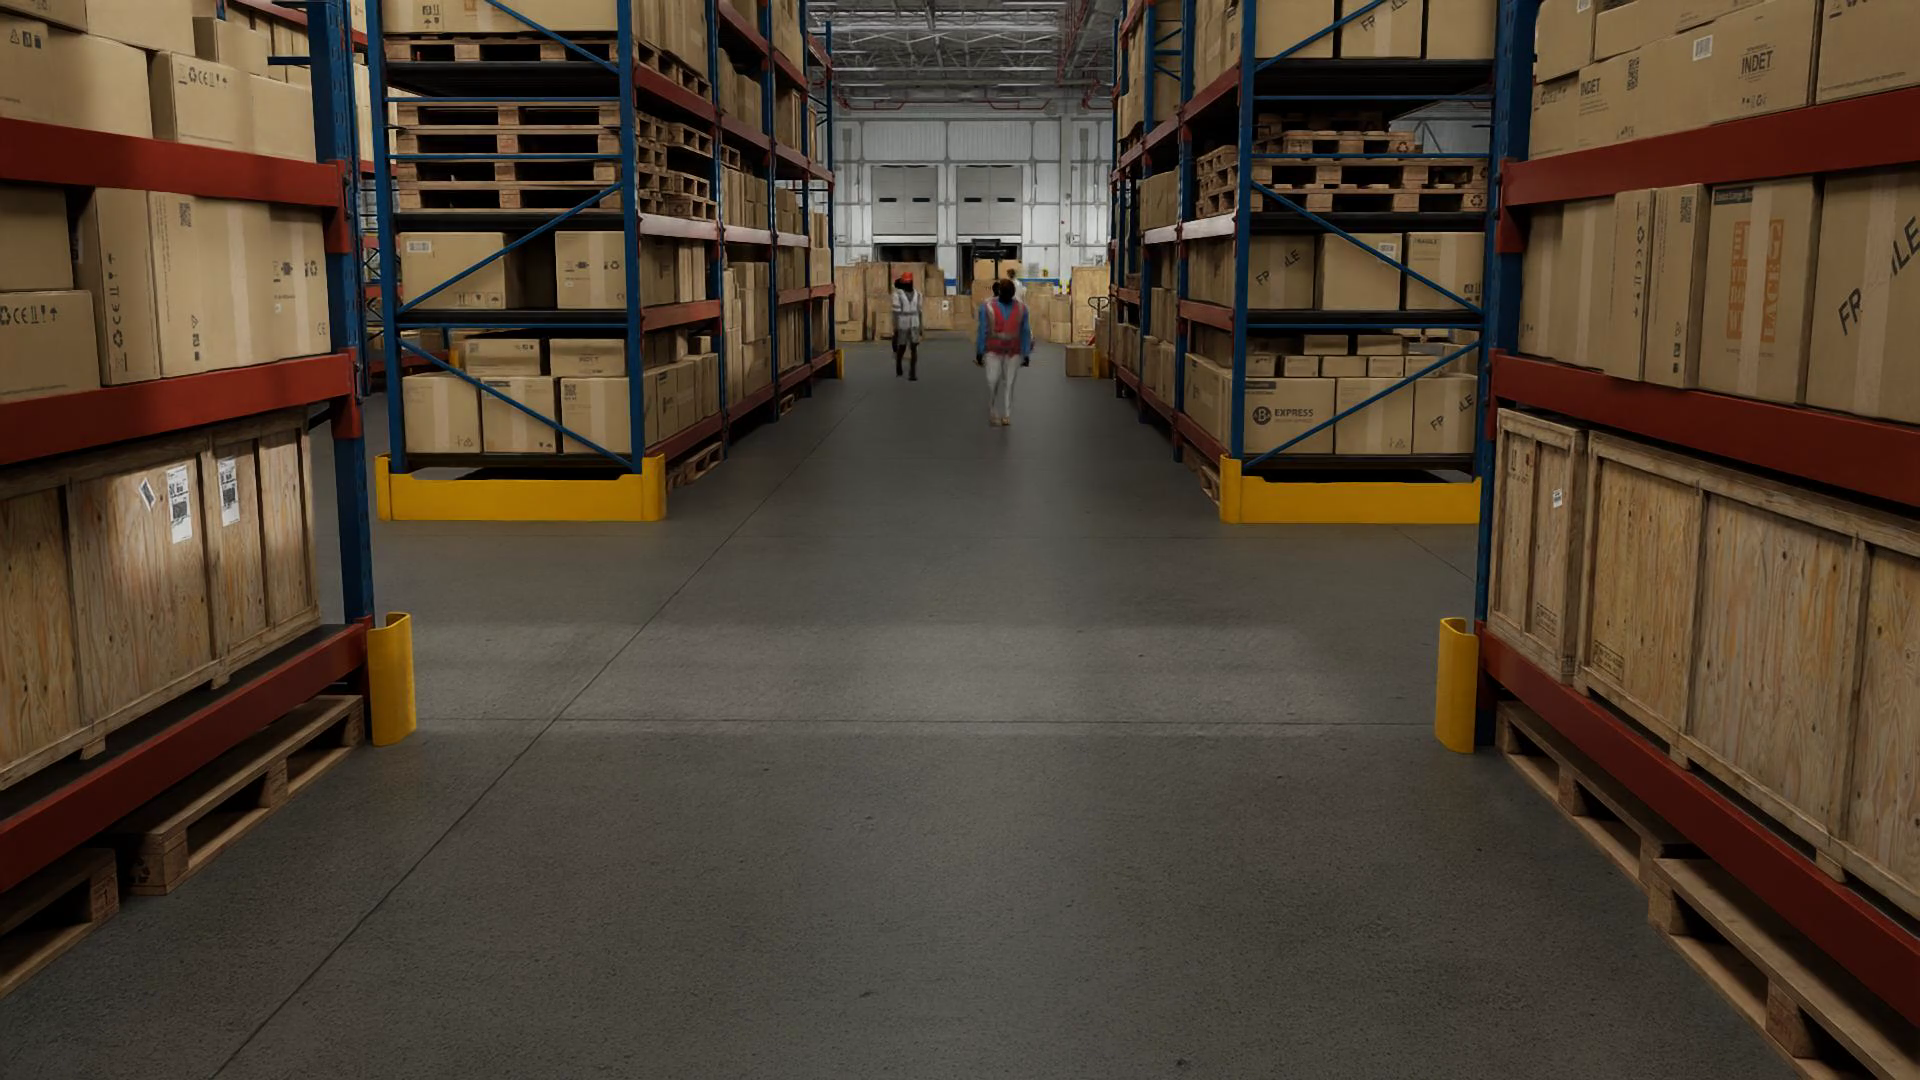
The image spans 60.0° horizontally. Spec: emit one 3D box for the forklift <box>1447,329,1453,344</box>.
[{"bbox_3d":[11.268,-5.363,35.689,1.129,2.768,1.873,0,9,1],"label":"forklift"}]

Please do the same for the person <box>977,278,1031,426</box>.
[{"bbox_3d":[0.563,-2.301,20.494,0.662,1.821,0.673,-1,10,-9],"label":"person"}]

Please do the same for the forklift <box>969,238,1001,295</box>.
[{"bbox_3d":[0.882,-8.750,55.973,1.129,2.768,1.873,-1,10,-5],"label":"forklift"}]

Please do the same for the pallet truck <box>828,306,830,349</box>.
[{"bbox_3d":[-3.100,-3.940,29.800,1.885,1.965,0.823,3,10,19],"label":"pallet truck"}]

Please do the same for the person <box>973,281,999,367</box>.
[{"bbox_3d":[0.663,-4.180,32.243,0.847,1.660,0.531,0,9,0],"label":"person"}]

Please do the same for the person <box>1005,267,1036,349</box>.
[{"bbox_3d":[1.274,-5.190,37.526,0.797,1.919,0.631,-3,10,-18],"label":"person"}]

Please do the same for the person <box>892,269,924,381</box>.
[{"bbox_3d":[-0.891,-3.686,28.527,0.541,1.921,0.489,-3,10,-17],"label":"person"}]

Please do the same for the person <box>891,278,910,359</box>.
[{"bbox_3d":[-1.267,-4.667,35.049,0.319,1.699,0.532,-5,11,-29],"label":"person"}]
